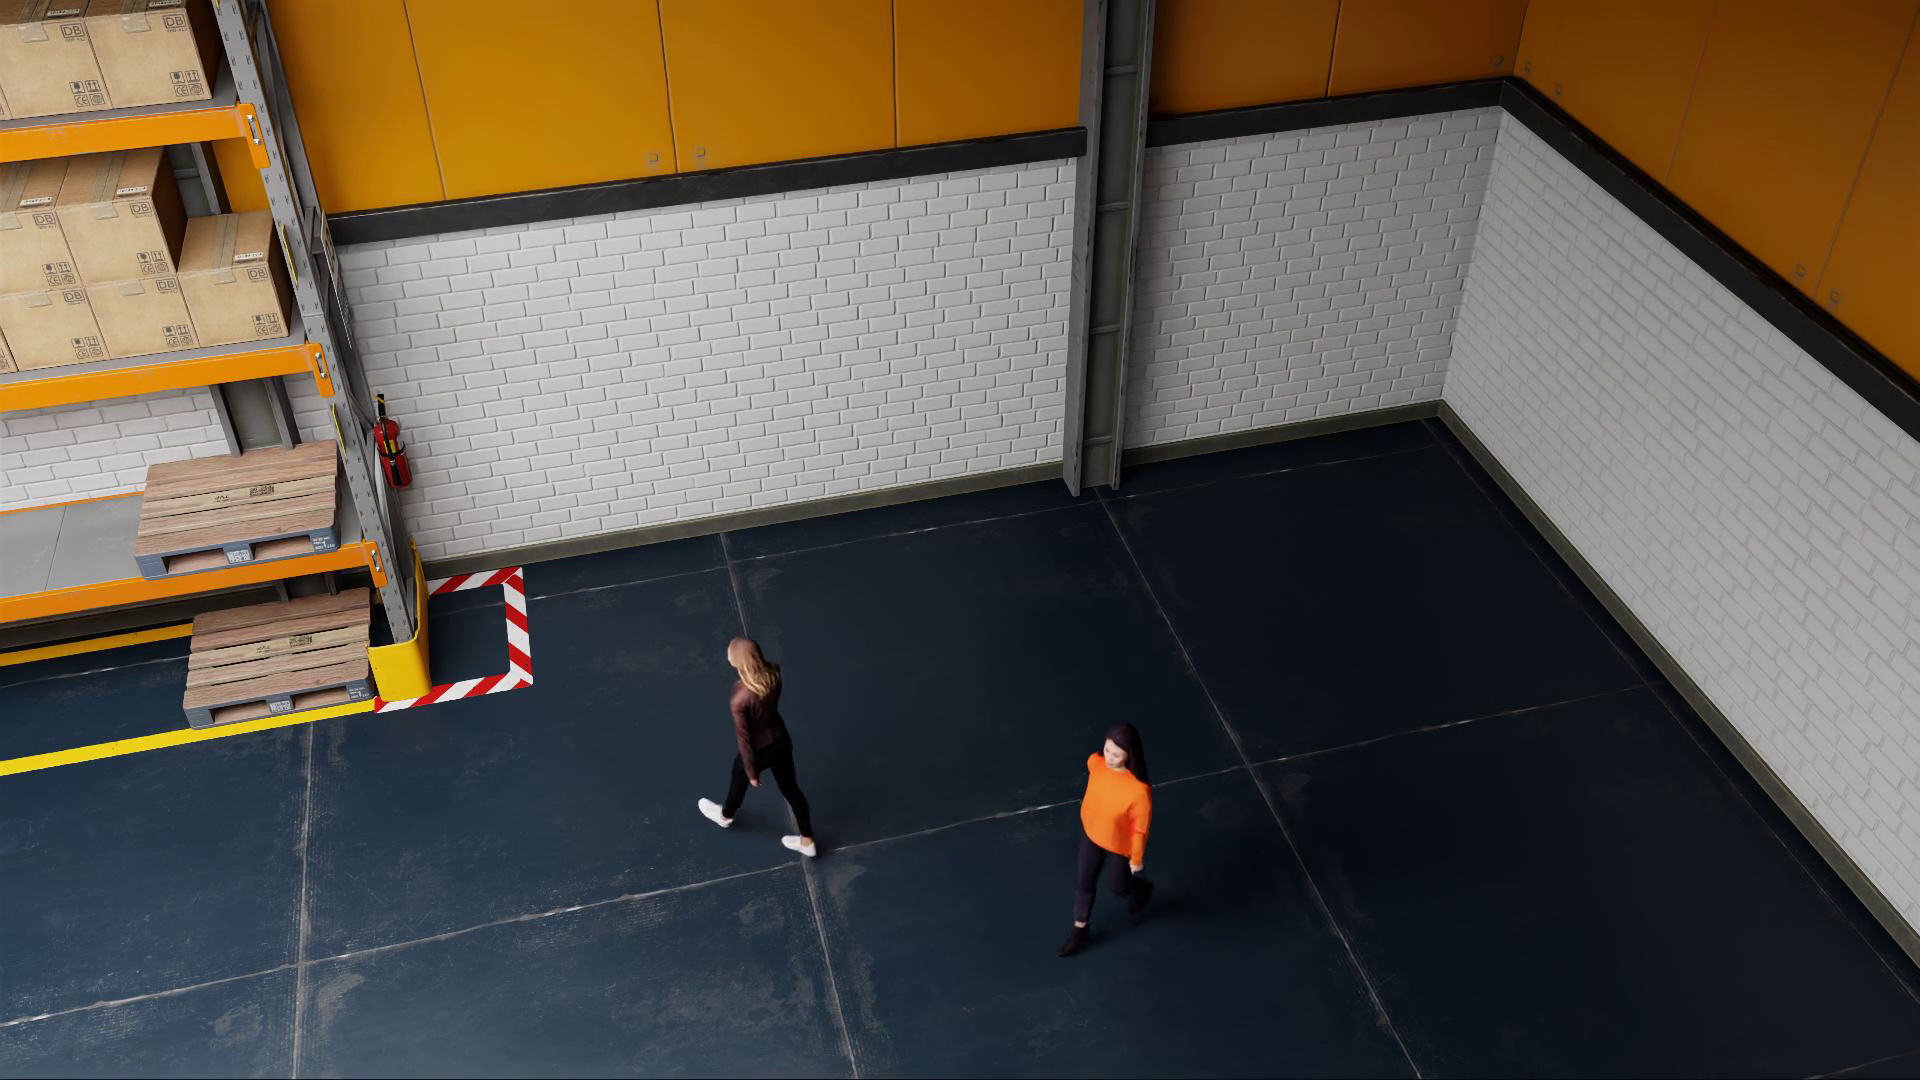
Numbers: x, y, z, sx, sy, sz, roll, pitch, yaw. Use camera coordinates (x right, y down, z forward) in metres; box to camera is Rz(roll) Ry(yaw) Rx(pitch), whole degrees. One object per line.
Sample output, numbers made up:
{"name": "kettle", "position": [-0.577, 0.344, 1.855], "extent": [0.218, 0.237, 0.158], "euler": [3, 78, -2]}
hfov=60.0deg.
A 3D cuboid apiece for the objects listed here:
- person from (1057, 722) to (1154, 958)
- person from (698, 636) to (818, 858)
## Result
{"name": "person", "position": [0.918, 1.660, 9.407], "extent": [1.045, 1.736, 0.872], "euler": [-29, 47, -31]}
{"name": "person", "position": [-1.101, 1.288, 9.934], "extent": [1.093, 1.661, 1.064], "euler": [23, 44, 26]}
